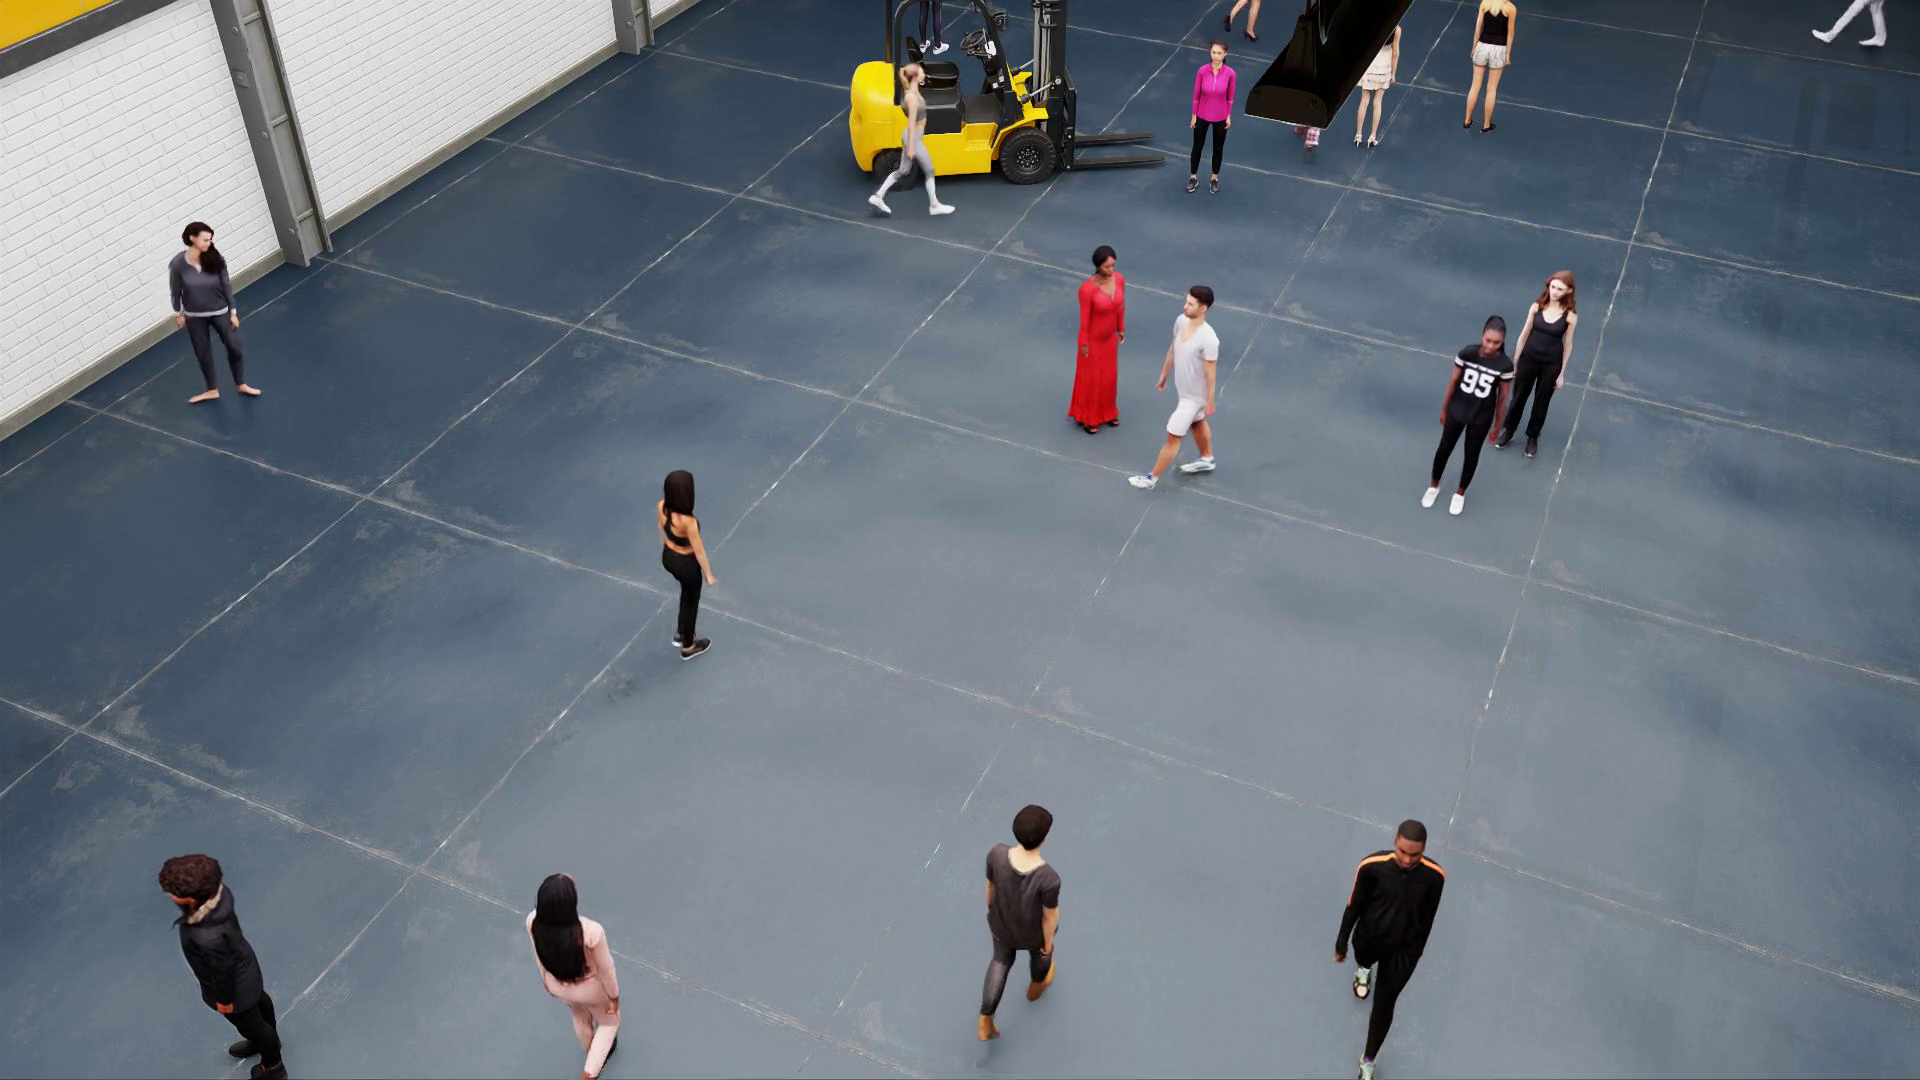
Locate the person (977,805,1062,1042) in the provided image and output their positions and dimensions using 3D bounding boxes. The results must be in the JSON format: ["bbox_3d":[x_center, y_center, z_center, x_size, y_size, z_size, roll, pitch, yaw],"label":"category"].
[{"bbox_3d":[0.312,2.172,9.325,0.648,1.692,1.013,18,42,21],"label":"person"}]

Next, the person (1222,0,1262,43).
[{"bbox_3d":[3.633,-7.063,20.911,0.848,1.664,0.793,-12,40,-14],"label":"person"}]

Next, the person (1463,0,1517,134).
[{"bbox_3d":[6.024,-5.543,18.863,0.637,1.846,0.578,23,44,26],"label":"person"}]

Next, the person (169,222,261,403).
[{"bbox_3d":[-6.609,-1.967,14.464,0.782,1.746,0.885,-9,39,-11],"label":"person"}]

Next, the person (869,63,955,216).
[{"bbox_3d":[-0.567,-4.109,17.209,1.002,1.668,1.126,-4,39,-5],"label":"person"}]

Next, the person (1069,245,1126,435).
[{"bbox_3d":[1.184,-1.714,14.123,0.712,1.788,0.818,-24,44,-27],"label":"person"}]

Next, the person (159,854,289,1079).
[{"bbox_3d":[-3.970,2.336,9.048,0.792,1.781,0.736,-14,41,-17],"label":"person"}]

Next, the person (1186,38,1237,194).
[{"bbox_3d":[2.684,-4.515,17.701,0.645,1.698,0.643,5,39,7],"label":"person"}]

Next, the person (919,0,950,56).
[{"bbox_3d":[-0.371,-6.967,20.674,0.649,1.809,0.489,17,41,20],"label":"person"}]

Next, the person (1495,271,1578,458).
[{"bbox_3d":[4.852,-1.485,13.863,0.601,1.744,0.514,19,42,22],"label":"person"}]

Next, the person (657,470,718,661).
[{"bbox_3d":[-2.028,0.218,11.820,0.640,1.631,0.647,28,47,31],"label":"person"}]

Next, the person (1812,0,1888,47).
[{"bbox_3d":[11.531,-7.001,20.694,0.834,1.839,1.117,11,40,13],"label":"person"}]

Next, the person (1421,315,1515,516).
[{"bbox_3d":[4.100,-1.027,13.301,0.637,1.729,0.606,18,42,21],"label":"person"}]

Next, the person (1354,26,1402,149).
[{"bbox_3d":[4.636,-5.215,18.539,0.584,1.736,0.542,13,40,15],"label":"person"}]

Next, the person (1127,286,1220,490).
[{"bbox_3d":[1.972,-1.250,13.509,1.208,1.818,1.153,-13,40,-16],"label":"person"}]

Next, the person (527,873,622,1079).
[{"bbox_3d":[-2.078,2.462,8.950,0.718,1.707,0.933,9,39,11],"label":"person"}]

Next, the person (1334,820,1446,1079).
[{"bbox_3d":[2.378,2.154,9.288,0.793,1.766,1.250,9,40,12],"label":"person"}]
